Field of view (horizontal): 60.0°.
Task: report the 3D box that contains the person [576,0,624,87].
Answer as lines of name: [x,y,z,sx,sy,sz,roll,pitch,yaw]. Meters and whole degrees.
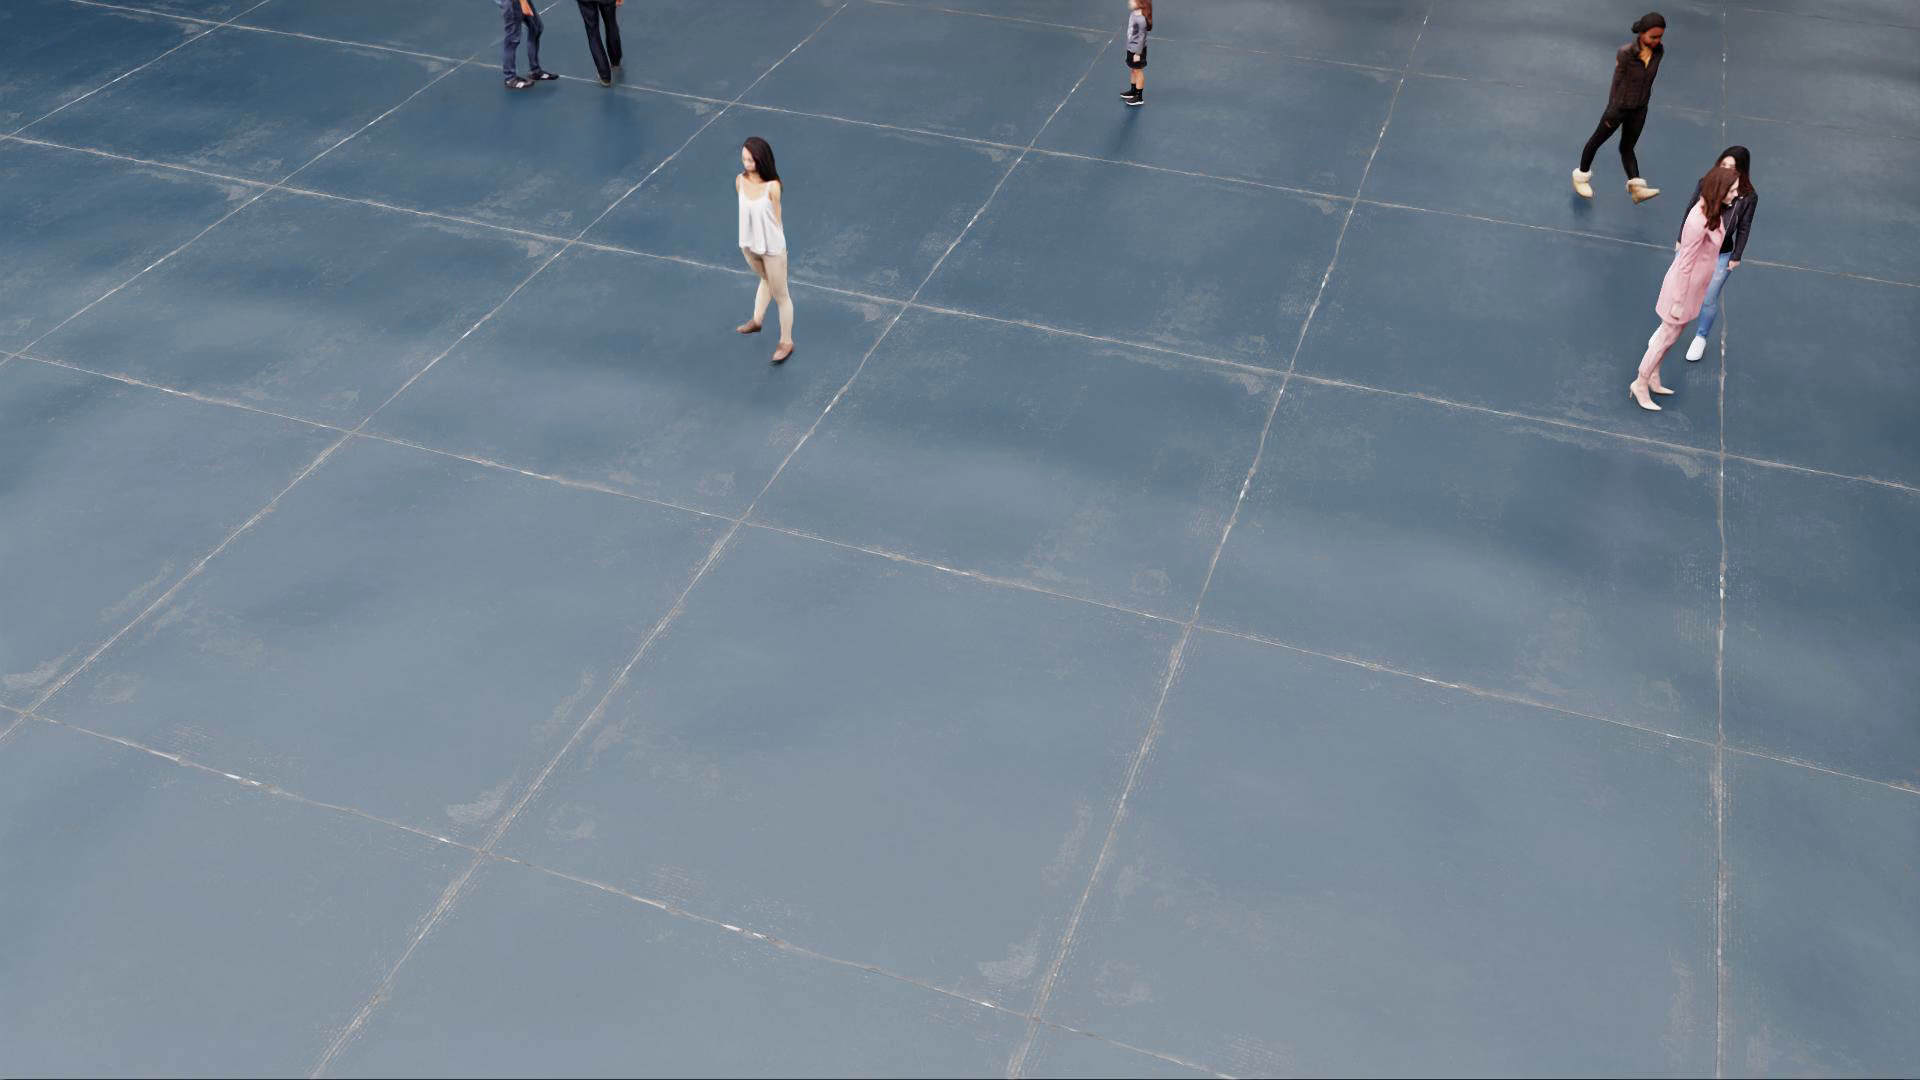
person: [-3.494,-5.241,15.904,0.977,1.791,1.071,-11,39,-13]

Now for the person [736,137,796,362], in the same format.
person: [-1.468,-2.072,11.965,0.692,1.655,0.601,13,40,16]

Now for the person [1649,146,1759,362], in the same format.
person: [5.393,-2.086,12.004,0.707,1.628,0.696,31,47,33]

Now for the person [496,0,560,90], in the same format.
person: [-4.335,-5.143,15.735,0.905,1.845,0.847,-5,38,-7]

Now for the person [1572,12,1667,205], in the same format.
person: [5.582,-3.524,13.840,1.091,1.630,0.924,9,39,12]

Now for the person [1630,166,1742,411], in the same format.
person: [4.961,-1.724,11.404,0.722,1.797,0.561,25,45,29]

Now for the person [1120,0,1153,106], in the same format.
person: [1.682,-4.691,15.756,0.600,1.107,0.509,-7,39,-9]
